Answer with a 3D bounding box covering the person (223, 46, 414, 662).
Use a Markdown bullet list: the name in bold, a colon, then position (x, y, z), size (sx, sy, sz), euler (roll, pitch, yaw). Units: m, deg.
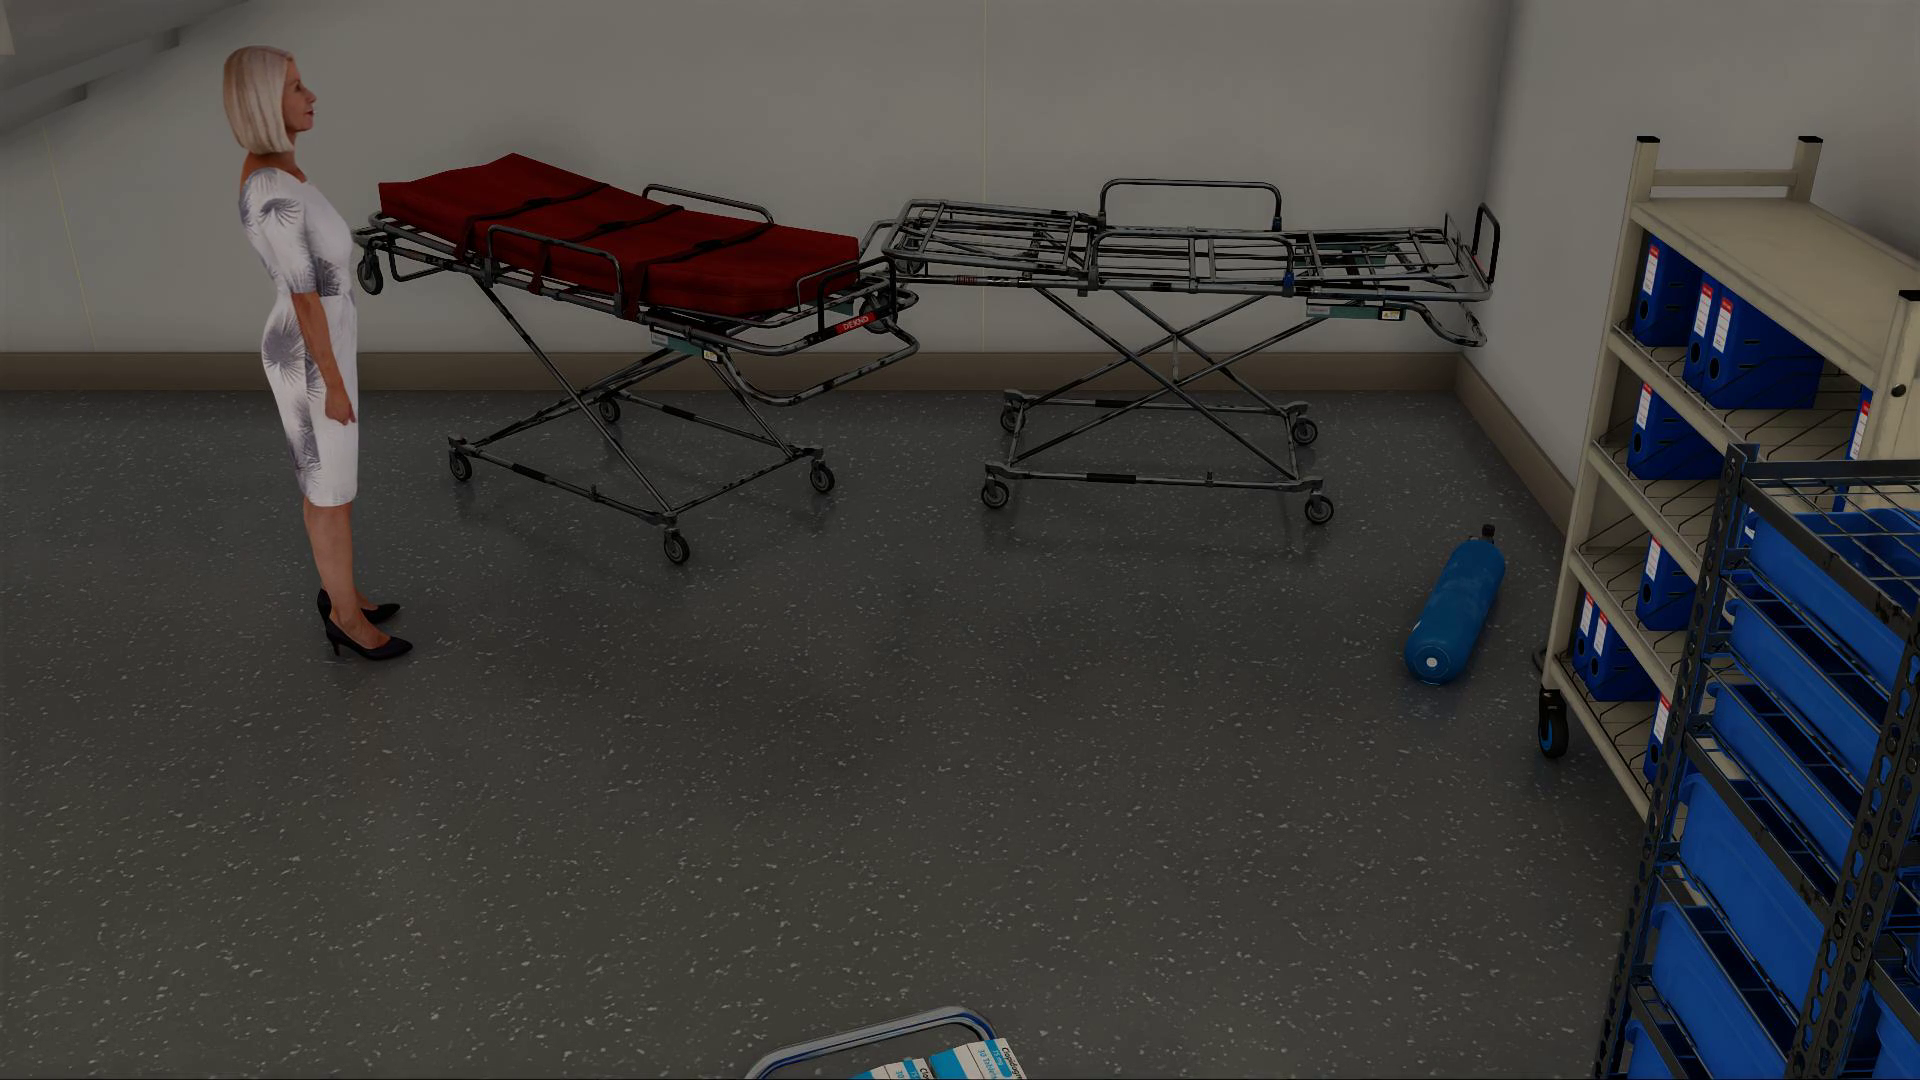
- **person**: position (-1.823, -0.495, 4.682), size (0.628, 1.751, 0.631), euler (-11, 28, -21)
